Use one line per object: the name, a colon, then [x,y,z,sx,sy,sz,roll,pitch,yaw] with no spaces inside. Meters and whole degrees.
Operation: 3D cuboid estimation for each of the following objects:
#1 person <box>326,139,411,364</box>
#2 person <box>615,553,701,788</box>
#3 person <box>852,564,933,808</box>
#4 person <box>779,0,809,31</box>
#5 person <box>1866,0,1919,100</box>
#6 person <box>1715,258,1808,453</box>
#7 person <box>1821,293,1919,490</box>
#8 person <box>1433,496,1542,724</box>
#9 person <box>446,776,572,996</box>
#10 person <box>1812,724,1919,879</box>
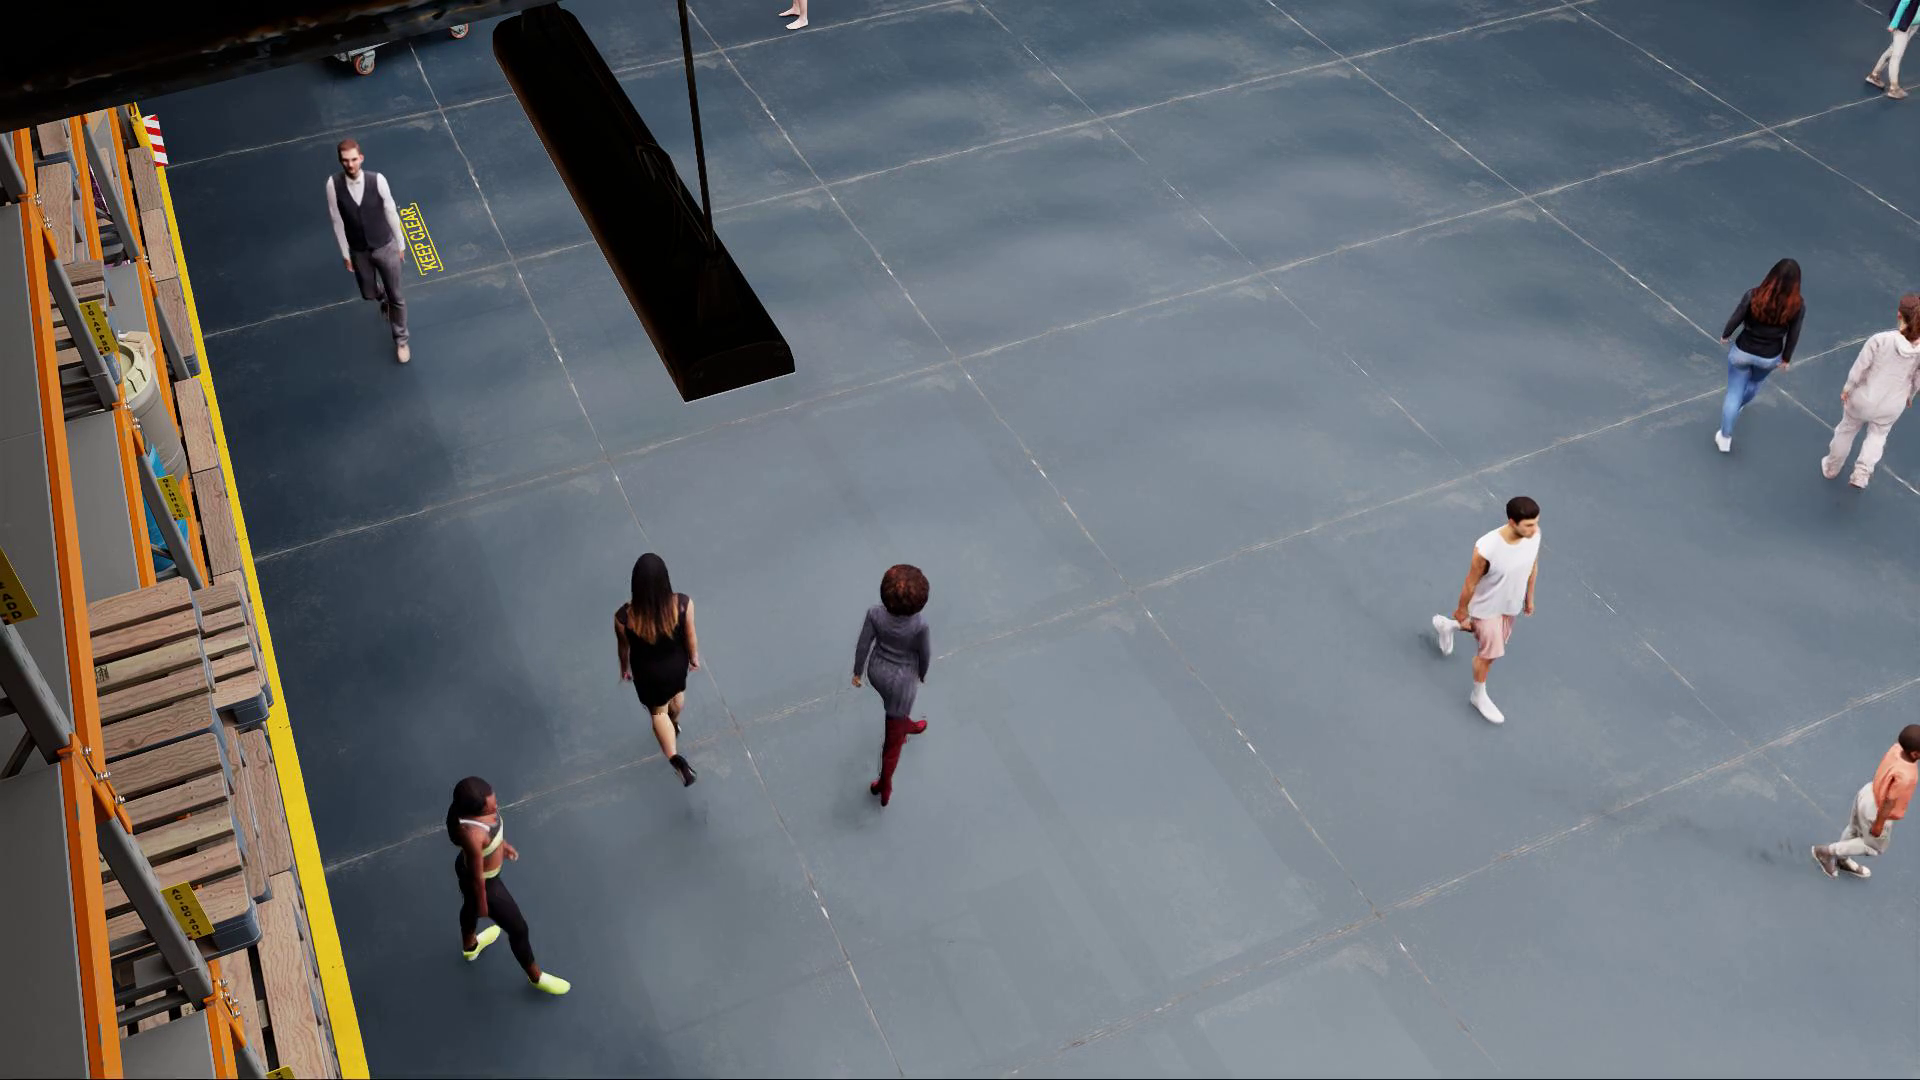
person: [-4.752,-2.406,13.451,0.797,1.922,1.025,-8,44,-9]
person: [-1.806,0.833,10.218,0.678,1.692,0.970,-16,46,-16]
person: [-0.442,0.907,10.155,1.001,1.671,1.021,12,45,12]
person: [-1.796,-6.358,17.712,0.655,1.768,0.533,-12,45,-13]
person: [9.515,-5.261,16.763,0.597,1.487,0.801,-19,47,-19]
person: [6.022,-1.361,12.580,1.005,1.611,1.075,13,45,13]
person: [6.724,-1.026,12.181,0.857,1.676,0.918,17,46,17]
person: [3.396,0.326,10.698,0.671,1.764,1.062,-20,47,-19]
person: [-2.677,1.857,9.126,0.877,1.716,0.814,-19,47,-19]
person: [5.336,1.534,9.762,0.711,1.305,0.650,17,46,17]
